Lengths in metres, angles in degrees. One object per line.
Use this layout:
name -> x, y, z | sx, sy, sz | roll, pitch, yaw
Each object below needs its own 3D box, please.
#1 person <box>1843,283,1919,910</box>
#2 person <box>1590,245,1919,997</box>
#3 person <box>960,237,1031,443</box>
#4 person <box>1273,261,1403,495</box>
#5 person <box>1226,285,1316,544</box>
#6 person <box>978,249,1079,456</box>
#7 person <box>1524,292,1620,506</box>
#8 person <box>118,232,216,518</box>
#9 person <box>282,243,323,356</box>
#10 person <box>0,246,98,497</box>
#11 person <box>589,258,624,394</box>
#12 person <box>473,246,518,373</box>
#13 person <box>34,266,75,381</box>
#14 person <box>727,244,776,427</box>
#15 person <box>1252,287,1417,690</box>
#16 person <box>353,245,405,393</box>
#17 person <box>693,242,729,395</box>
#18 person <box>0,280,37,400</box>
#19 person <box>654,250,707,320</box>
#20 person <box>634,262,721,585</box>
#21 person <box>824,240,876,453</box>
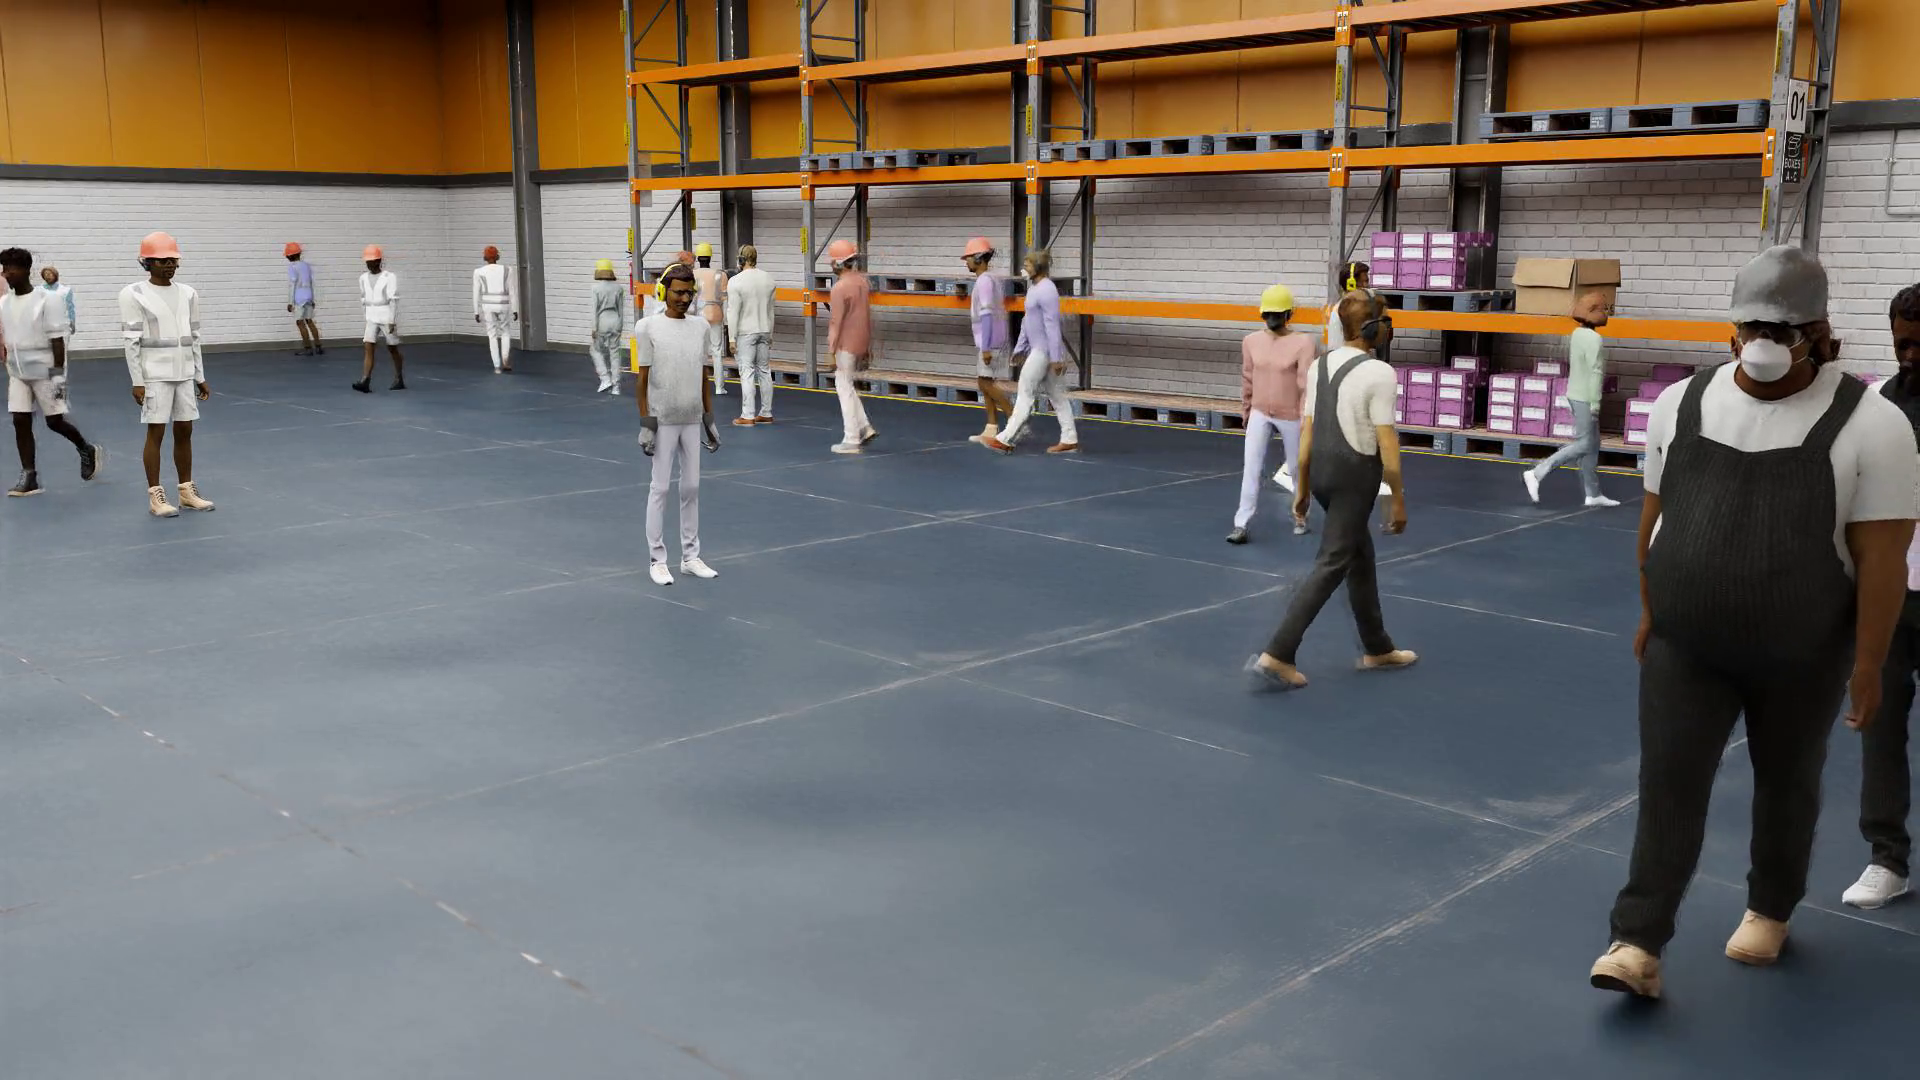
person -> 2.979, 0.159, 5.085 | 0.692, 1.887, 0.635 | -9, 14, -40
person -> 2.059, 0.218, 4.354 | 0.700, 2.000, 0.996 | 9, 13, 39
person -> 0.318, -1.908, 16.053 | 0.683, 2.009, 0.644 | 1, 10, 7
person -> 2.945, -1.241, 12.944 | 0.973, 1.821, 0.538 | 3, 11, 14
person -> 2.106, -0.834, 11.030 | 0.557, 1.701, 0.933 | 6, 12, 30
person -> 0.656, -1.711, 15.292 | 1.010, 1.885, 0.639 | -1, 10, -4
person -> 4.590, -1.035, 12.358 | 0.686, 1.609, 0.508 | 1, 10, 5
person -> -5.724, -1.193, 12.045 | 0.370, 2.044, 0.608 | 5, 12, 27
person -> -11.080, -4.048, 28.039 | 0.386, 1.904, 0.690 | 2, 11, 13
person -> -7.235, -1.335, 13.102 | 0.621, 1.947, 0.798 | 2, 11, 10
person -> -4.508, -2.717, 21.220 | 0.511, 1.727, 0.442 | -9, 14, -41
person -> -6.855, -3.393, 24.513 | 0.621, 1.866, 0.544 | -4, 11, -21
person -> -12.441, -2.962, 22.868 | 0.522, 1.616, 0.690 | -4, 11, -21
person -> -2.215, -2.168, 17.687 | 0.368, 1.932, 0.622 | 10, 14, 43
person -> 1.709, -0.230, 7.475 | 0.959, 1.803, 0.524 | -5, 12, -26
person -> -7.528, -2.851, 21.513 | 0.562, 1.885, 0.983 | 2, 11, 12
person -> -3.204, -2.785, 21.032 | 0.587, 1.930, 0.355 | -1, 10, -5
person -> -11.692, -2.549, 19.969 | 1.014, 1.853, 0.657 | -1, 10, -7
person -> -3.178, -2.350, 18.870 | 0.592, 1.854, 0.525 | -7, 13, -35
person -> -1.642, -0.679, 9.733 | 0.520, 1.865, 0.328 | -8, 13, -39
person -> -1.058, -1.789, 15.461 | 0.433, 1.976, 0.645 | 5, 11, 24
